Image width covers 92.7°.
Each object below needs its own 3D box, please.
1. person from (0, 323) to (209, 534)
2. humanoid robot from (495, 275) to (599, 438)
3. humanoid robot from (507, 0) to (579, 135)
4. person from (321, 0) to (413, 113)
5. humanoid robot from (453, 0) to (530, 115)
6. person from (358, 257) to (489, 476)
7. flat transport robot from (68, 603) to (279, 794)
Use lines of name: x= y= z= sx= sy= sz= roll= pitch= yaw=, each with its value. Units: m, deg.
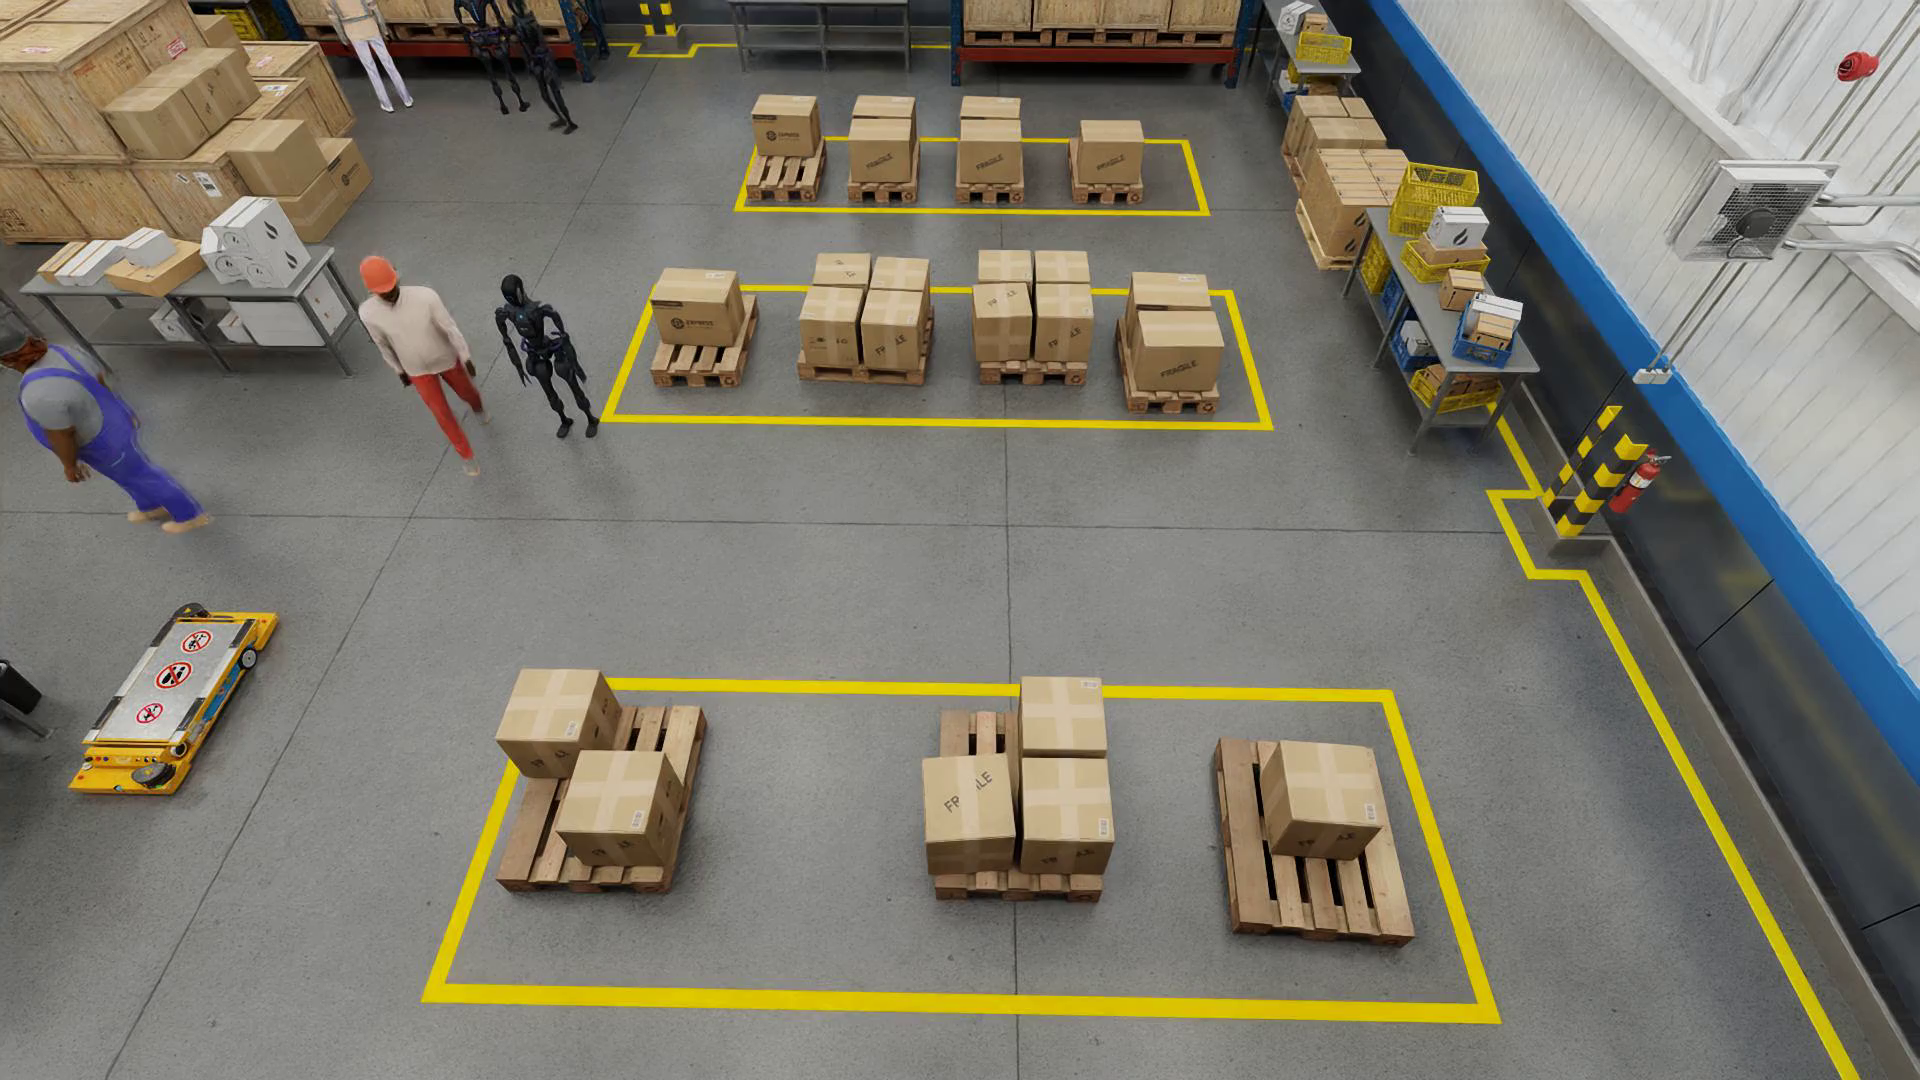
person: x=-6.590 y=-0.751 z=6.843 sx=0.711 sy=2.000 sz=0.690 roll=-20 pitch=53 yaw=-16
humanoid robot: x=-3.477 y=-1.511 z=7.722 sx=0.562 sy=1.650 sz=0.357 roll=-4 pitch=50 yaw=-3
humanoid robot: x=-5.210 y=-5.940 z=11.472 sx=0.691 sy=1.647 sz=0.370 roll=29 pitch=56 yaw=22
person: x=-7.699 y=-6.541 z=11.816 sx=0.593 sy=1.925 sz=0.373 roll=-29 pitch=56 yaw=-22
humanoid robot: x=-6.095 y=-6.421 z=11.867 sx=0.601 sy=1.659 sz=0.328 roll=-13 pitch=51 yaw=-10
person: x=-4.352 y=-1.498 z=7.527 sx=0.622 sy=1.970 sz=0.807 roll=-22 pitch=53 yaw=-17
flat transport robot: x=-5.504 y=1.072 z=6.442 sx=0.652 sy=0.197 sz=1.431 roll=1 pitch=50 yaw=1
